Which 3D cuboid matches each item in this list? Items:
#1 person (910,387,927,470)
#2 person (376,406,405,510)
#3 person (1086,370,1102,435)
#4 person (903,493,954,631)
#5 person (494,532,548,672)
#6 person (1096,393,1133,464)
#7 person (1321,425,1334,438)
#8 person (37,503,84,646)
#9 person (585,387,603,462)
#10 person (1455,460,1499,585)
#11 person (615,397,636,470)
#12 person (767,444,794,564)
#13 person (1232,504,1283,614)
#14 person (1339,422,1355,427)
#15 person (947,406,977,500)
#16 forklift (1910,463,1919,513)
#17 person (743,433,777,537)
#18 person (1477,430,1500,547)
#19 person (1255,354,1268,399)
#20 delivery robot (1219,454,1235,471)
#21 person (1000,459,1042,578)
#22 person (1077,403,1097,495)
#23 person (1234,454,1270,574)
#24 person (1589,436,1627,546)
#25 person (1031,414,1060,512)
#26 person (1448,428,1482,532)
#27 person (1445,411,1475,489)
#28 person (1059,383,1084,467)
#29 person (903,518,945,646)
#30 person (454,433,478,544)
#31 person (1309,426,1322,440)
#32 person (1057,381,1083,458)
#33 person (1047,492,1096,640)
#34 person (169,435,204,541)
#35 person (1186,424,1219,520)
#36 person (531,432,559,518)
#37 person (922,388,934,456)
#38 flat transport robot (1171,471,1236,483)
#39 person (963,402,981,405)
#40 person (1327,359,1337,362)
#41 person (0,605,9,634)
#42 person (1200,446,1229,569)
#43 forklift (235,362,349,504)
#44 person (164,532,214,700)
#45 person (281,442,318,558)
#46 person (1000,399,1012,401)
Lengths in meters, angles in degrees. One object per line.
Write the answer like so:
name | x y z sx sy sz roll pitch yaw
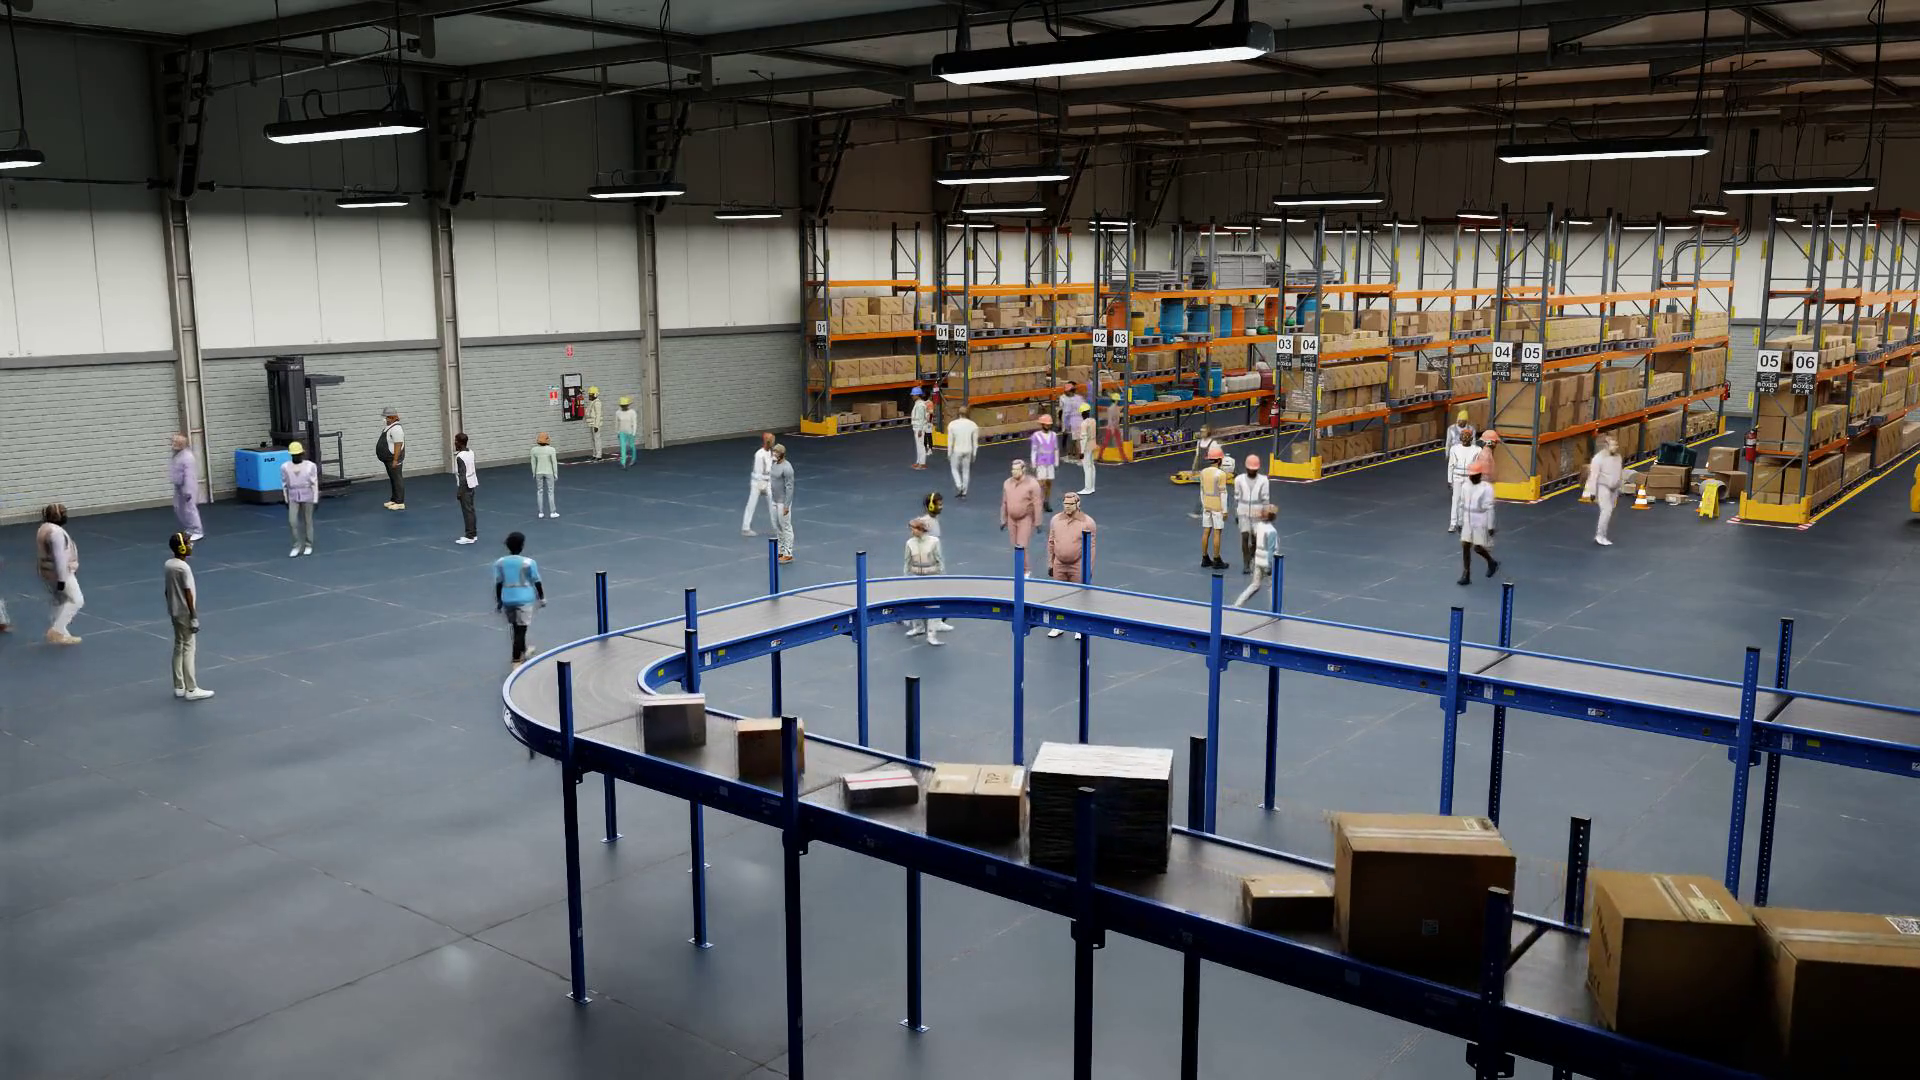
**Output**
person | -0.982 -2.633 36.810 0.409 1.943 0.615 -2 10 -9
person | -11.252 -1.614 30.925 0.538 2.000 0.684 -6 12 -30
person | 3.772 -3.887 44.169 0.389 1.837 0.563 -9 13 -41
person | -0.448 0.288 20.650 0.620 1.851 0.565 3 11 18
person | -5.231 0.721 18.726 0.548 1.656 0.838 3 10 16
person | 3.707 -2.688 37.775 0.947 1.715 0.540 8 13 37
person | 10.137 -3.714 43.185 0.625 1.843 0.430 9 14 43
person | -11.415 0.442 19.844 0.621 1.827 0.435 9 13 41
person | -8.948 -2.834 38.250 0.403 1.836 0.591 -5 11 -26
person | 7.838 -0.282 23.672 0.630 1.912 0.576 -7 12 -33
person | -7.892 -2.564 37.079 0.526 1.712 0.865 0 10 2
person | -2.907 -0.600 25.390 0.372 1.939 0.631 -6 12 -31
person | 4.102 0.306 21.181 0.742 1.614 0.513 -3 10 -16
person | 11.499 -4.356 46.433 0.627 1.963 0.692 8 13 39
person | 0.047 -1.793 32.129 0.659 1.923 0.441 -3 11 -16
forklift | 19.034 -1.348 28.998 2.313 2.155 1.214 8 13 37
person | -3.471 -0.983 27.890 0.851 1.822 0.606 4 11 20
person | 9.054 -0.901 26.913 0.375 1.997 0.612 3 10 16
person | 10.654 -5.749 55.263 0.516 1.616 0.463 -1 10 -7
delivery robot | 6.035 -1.701 35.332 0.477 0.478 0.707 2 10 11
person | 0.883 -0.281 23.719 0.681 1.885 0.559 7 12 36
person | 2.656 -1.913 32.842 0.392 1.916 0.587 5 11 27
person | 4.595 -0.446 24.683 0.553 1.897 0.768 2 10 10
person | 11.178 -0.836 26.870 0.647 1.889 0.584 -6 12 -29
person | 1.681 -1.500 30.516 0.552 1.923 0.395 -6 11 -28
person | 9.091 -1.073 28.199 0.583 1.882 0.337 4 11 21
person | 10.458 -1.828 32.718 0.594 1.799 0.818 2 10 11
person | 2.666 -2.747 37.364 0.987 1.971 0.671 7 12 35
person | -0.459 0.508 20.054 0.630 1.614 0.402 5 11 25
person | -8.587 -0.909 27.182 0.392 1.919 0.591 0 10 -3
person | 8.933 -3.014 39.170 0.533 1.868 0.310 9 13 40
person | 2.733 -2.993 38.846 0.632 1.940 0.532 0 10 -1
person | 1.424 0.329 20.246 0.640 1.909 0.409 4 11 22
person | -13.507 -0.905 27.294 0.666 1.870 0.520 7 13 36
person | 4.570 -1.277 29.570 0.921 1.801 0.542 -6 12 -31
person | -7.916 -1.240 29.845 0.498 1.634 0.281 1 10 4
person | -0.862 -2.971 39.404 0.318 1.699 0.535 -7 12 -35
flat transport robot | 5.437 -1.399 34.696 1.431 0.197 0.652 0 10 -1
person | 0.387 -3.969 44.095 0.637 2.027 0.607 9 13 40
person | 12.661 -5.491 52.925 0.548 1.933 0.376 10 14 43
person | -12.893 0.319 20.347 0.821 1.889 0.673 -4 11 -22
person | 4.065 -0.524 24.947 0.347 1.943 0.545 -7 12 -35
forklift | -13.803 -2.244 32.110 1.129 2.768 1.873 8 13 37
person | -8.672 0.837 17.491 0.513 1.871 0.329 8 13 38
person | -10.914 -0.667 25.859 0.594 1.896 0.792 -2 10 -11
person | 1.393 -4.517 47.430 0.637 1.938 0.355 10 14 43
